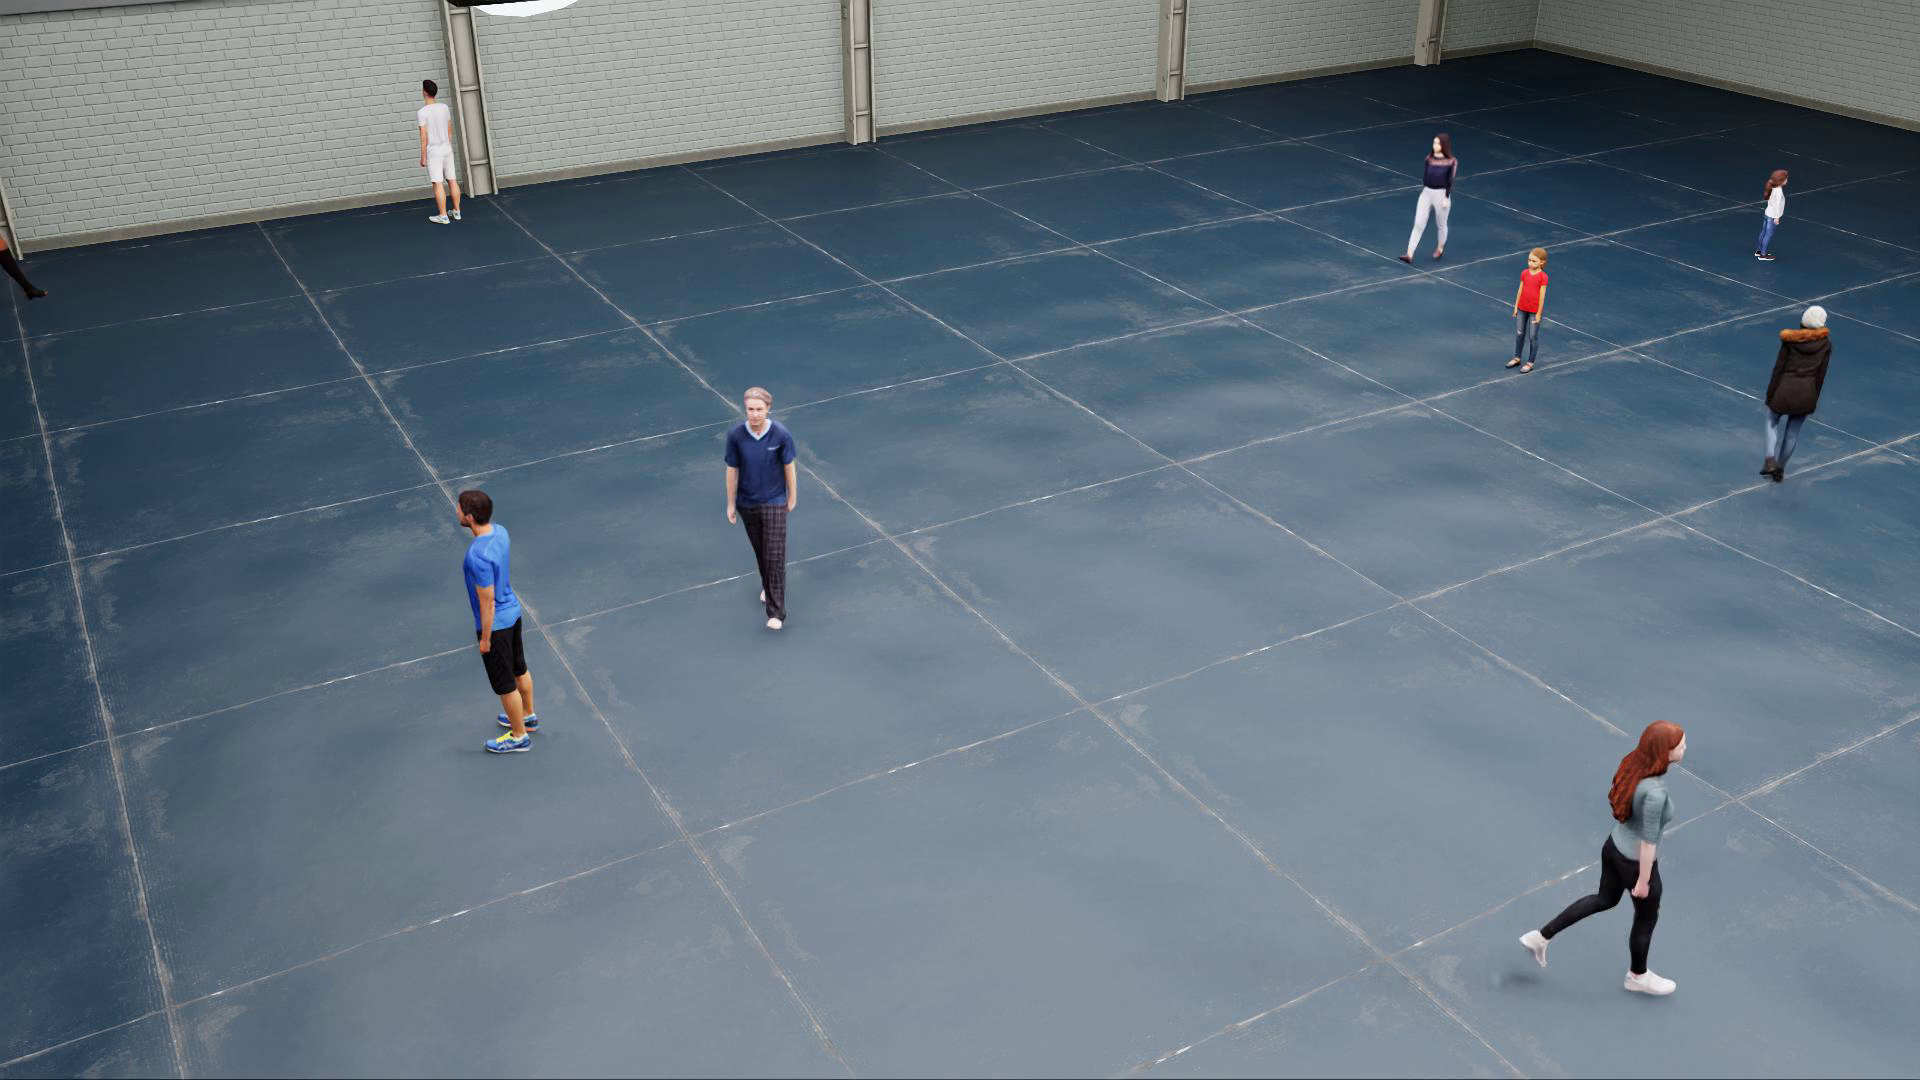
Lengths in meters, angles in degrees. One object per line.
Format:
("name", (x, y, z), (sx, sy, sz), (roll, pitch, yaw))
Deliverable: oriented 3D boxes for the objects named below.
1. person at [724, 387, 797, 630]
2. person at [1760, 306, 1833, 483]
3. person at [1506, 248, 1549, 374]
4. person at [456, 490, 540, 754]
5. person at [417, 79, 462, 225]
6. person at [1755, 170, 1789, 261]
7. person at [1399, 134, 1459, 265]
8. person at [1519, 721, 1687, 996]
("person", (-1.488, -0.321, 12.580), (1.117, 1.834, 1.112), (3, 27, 7))
("person", (7.342, -1.253, 14.614), (0.764, 1.628, 0.823), (7, 28, 14))
("person", (5.896, -2.382, 17.157), (0.508, 1.307, 0.491), (-21, 34, -35))
("person", (-3.023, 0.527, 10.897), (0.725, 1.866, 0.702), (2, 27, 3))
("person", (-6.850, -5.104, 21.845), (0.826, 1.856, 0.687), (17, 32, 29))
("person", (10.064, -4.046, 20.603), (0.595, 1.110, 0.541), (4, 27, 7))
("person", (5.844, -4.141, 20.303), (0.816, 1.554, 1.132), (23, 35, 37))
("person", (3.477, 1.694, 8.791), (1.147, 1.721, 0.971), (2, 27, 4))
